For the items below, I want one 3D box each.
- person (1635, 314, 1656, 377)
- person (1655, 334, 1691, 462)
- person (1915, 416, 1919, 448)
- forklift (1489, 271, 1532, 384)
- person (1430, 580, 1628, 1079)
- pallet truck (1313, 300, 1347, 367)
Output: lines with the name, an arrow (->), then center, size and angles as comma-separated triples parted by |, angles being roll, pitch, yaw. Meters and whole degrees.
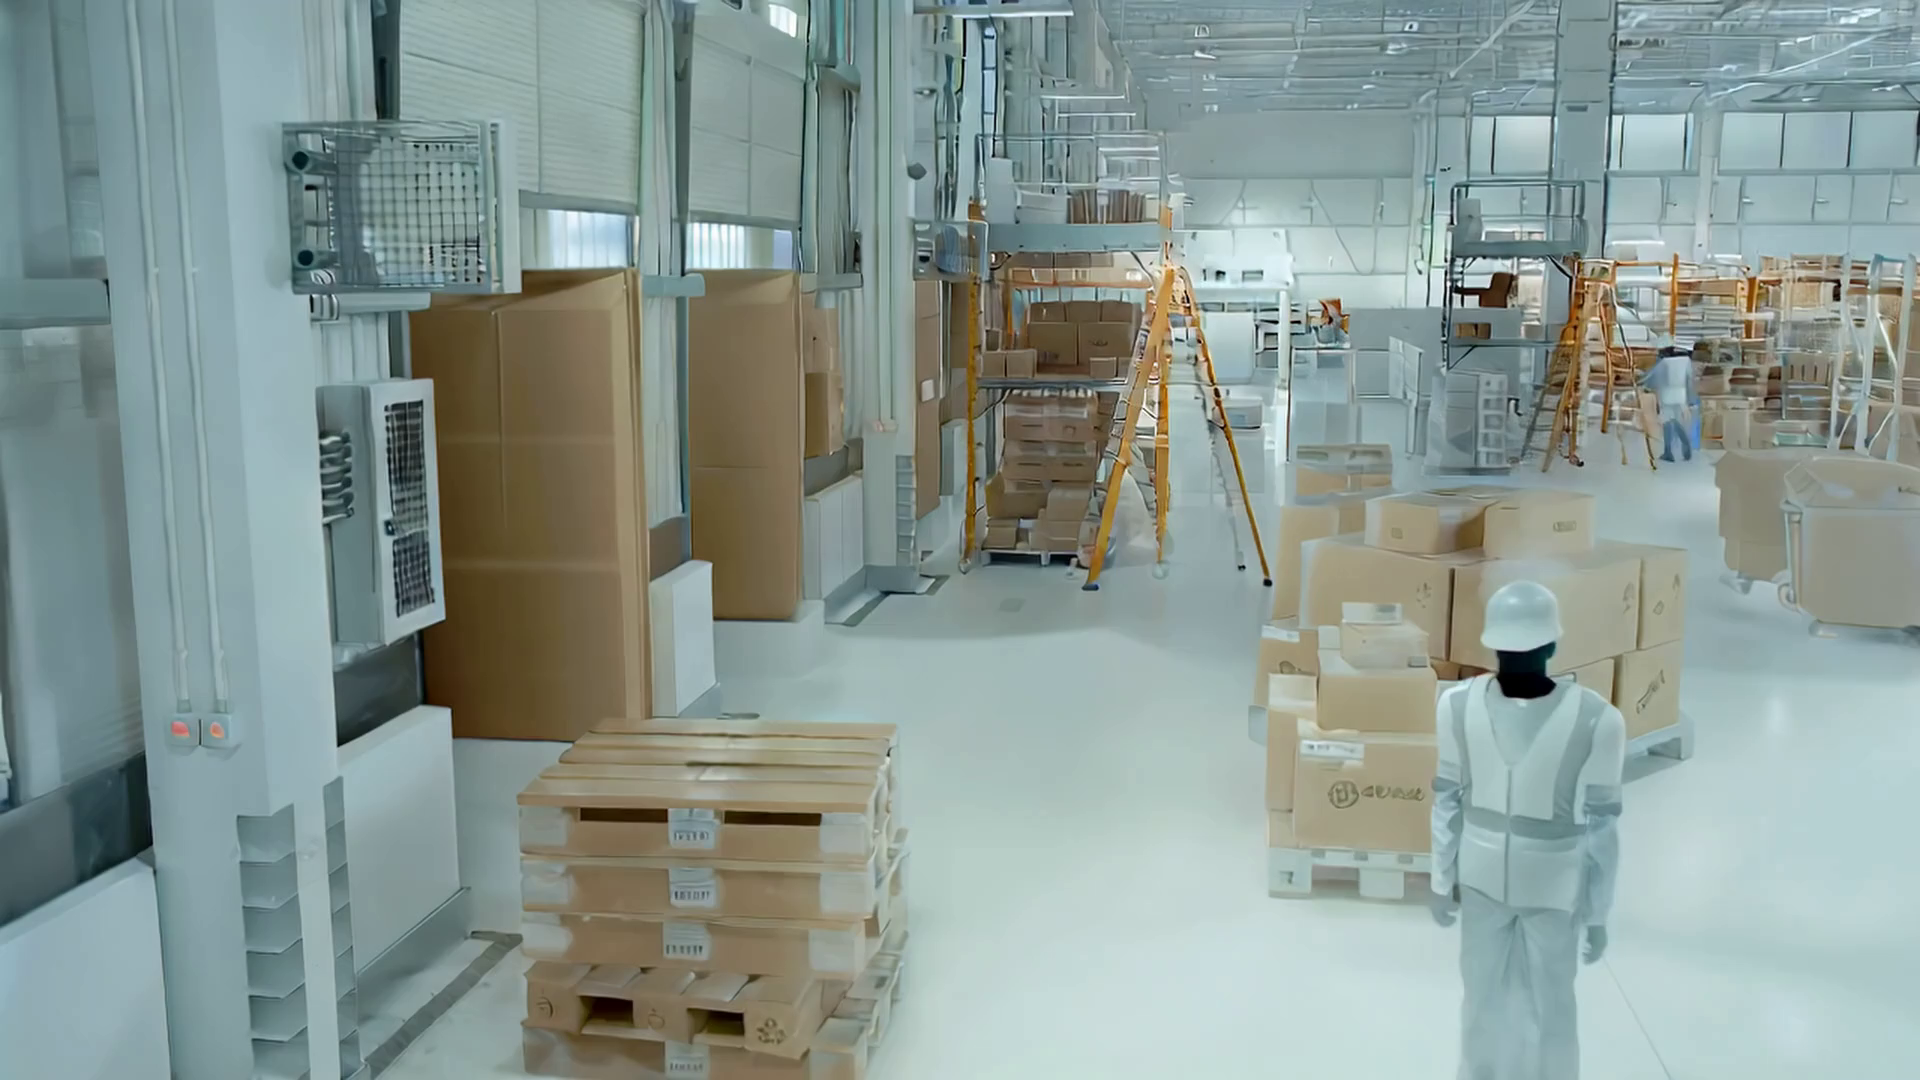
person -> 18.179, -5.151, 44.197 | 0.546, 1.682, 0.552 | 7, 12, 38
person -> 10.554, -2.080, 24.591 | 0.586, 1.908, 0.601 | -1, 9, -7
person -> 15.584, -2.332, 26.675 | 0.320, 1.736, 0.486 | 6, 11, 33
forklift -> 13.422, -5.322, 41.591 | 1.873, 2.768, 1.129 | 1, 9, 9
person -> 1.735, 1.065, 5.165 | 0.588, 1.918, 0.397 | 7, 12, 37
pallet truck -> 11.159, -6.200, 49.718 | 0.823, 1.965, 1.885 | 4, 10, 26
